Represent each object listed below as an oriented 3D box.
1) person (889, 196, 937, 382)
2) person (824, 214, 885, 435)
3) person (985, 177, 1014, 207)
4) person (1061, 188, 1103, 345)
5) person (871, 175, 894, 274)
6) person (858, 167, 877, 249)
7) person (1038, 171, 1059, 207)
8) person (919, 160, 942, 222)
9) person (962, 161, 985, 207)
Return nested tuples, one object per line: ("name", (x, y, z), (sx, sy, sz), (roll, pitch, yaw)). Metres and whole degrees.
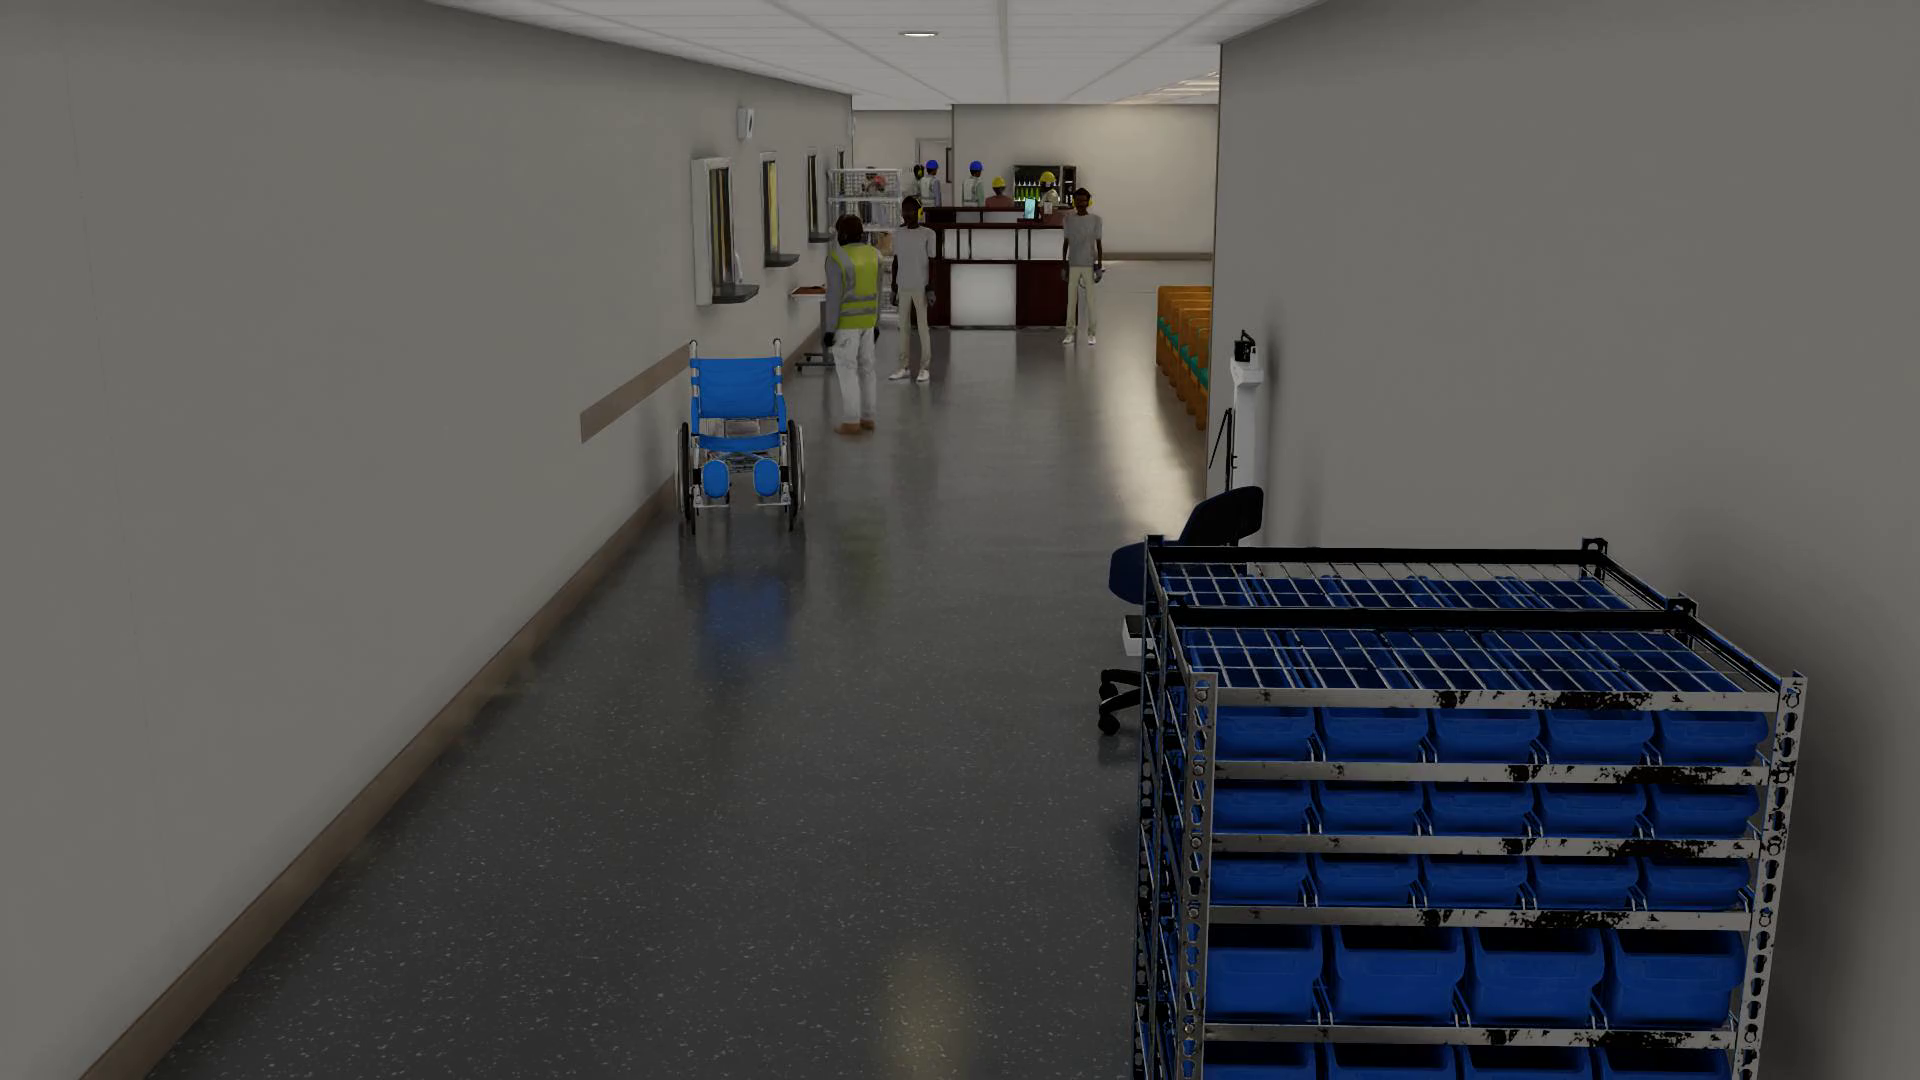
("person", (-0.485, -2.552, 16.938), (0.521, 1.871, 0.325), (6, 15, 22))
("person", (-0.912, -1.809, 13.995), (0.429, 1.841, 0.633), (12, 18, 40))
("person", (0.639, -5.152, 27.706), (0.533, 1.767, 0.325), (5, 15, 19))
("person", (1.452, -3.252, 19.814), (0.506, 1.861, 0.329), (4, 14, 17))
("person", (-1.338, -5.603, 29.594), (0.435, 1.735, 0.596), (-6, 15, -23))
("person", (-1.701, -6.143, 31.559), (0.506, 1.845, 0.344), (9, 16, 33))
("person", (1.492, -5.334, 28.301), (0.404, 1.835, 0.587), (0, 14, -2))
("person", (-0.571, -6.564, 33.058), (0.388, 1.947, 0.614), (-11, 18, -39))
("person", (0.280, -6.251, 31.789), (0.404, 1.945, 0.614), (-10, 17, -35))
